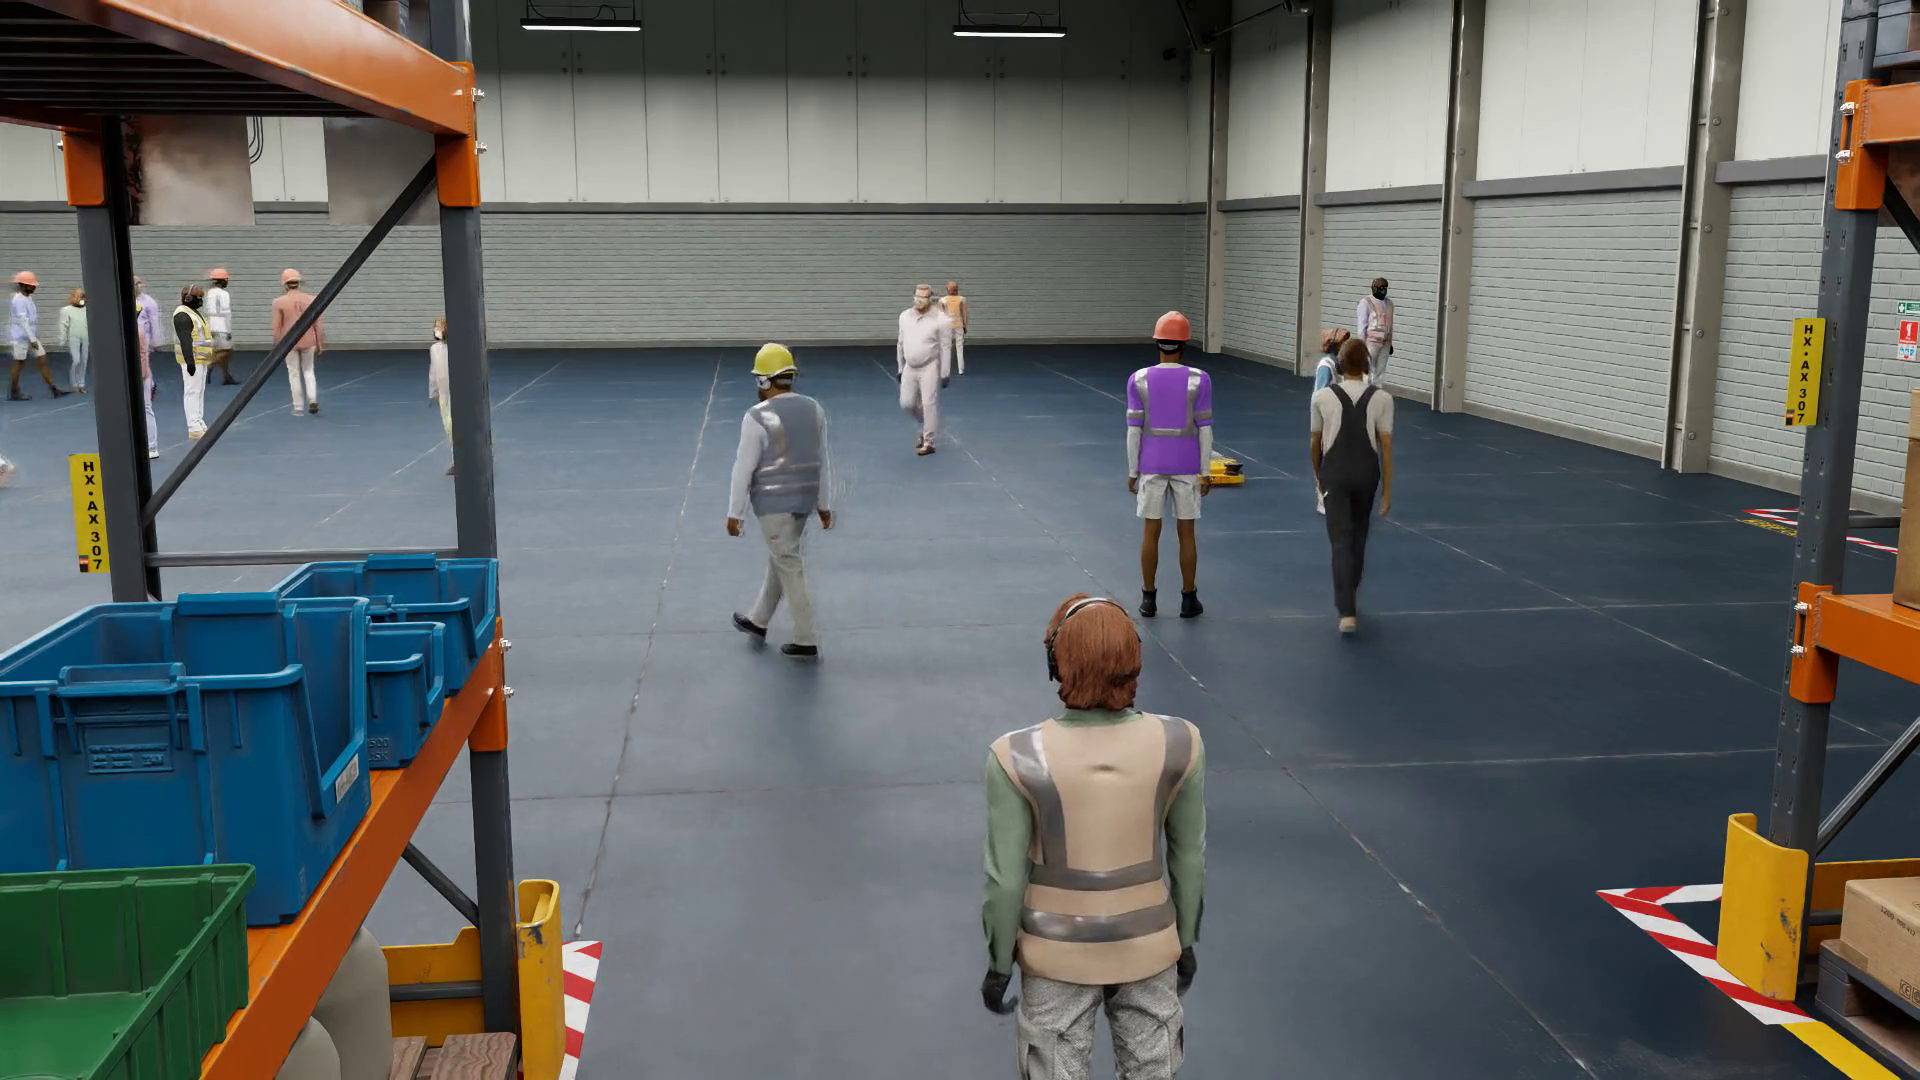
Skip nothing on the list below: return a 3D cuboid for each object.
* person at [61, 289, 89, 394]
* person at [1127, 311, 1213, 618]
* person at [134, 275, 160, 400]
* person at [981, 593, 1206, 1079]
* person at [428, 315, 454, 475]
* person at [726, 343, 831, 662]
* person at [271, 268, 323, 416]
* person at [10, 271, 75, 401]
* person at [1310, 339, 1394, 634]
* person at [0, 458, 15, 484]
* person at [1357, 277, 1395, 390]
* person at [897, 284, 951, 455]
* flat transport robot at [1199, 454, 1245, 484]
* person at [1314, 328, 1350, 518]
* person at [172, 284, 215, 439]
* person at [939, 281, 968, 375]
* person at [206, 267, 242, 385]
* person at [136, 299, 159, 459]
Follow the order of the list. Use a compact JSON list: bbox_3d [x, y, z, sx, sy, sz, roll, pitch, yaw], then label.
[{"bbox_3d":[-13.536,-3.053,25.590,0.462,1.608,0.502,7,13,34],"label":"person"},{"bbox_3d":[1.325,-0.468,10.519,0.542,1.939,0.363,2,11,12],"label":"person"},{"bbox_3d":[-11.897,-2.903,24.066,0.644,1.871,0.892,1,10,3],"label":"person"},{"bbox_3d":[0.297,0.930,3.670,0.512,1.642,0.312,-2,11,-12],"label":"person"},{"bbox_3d":[-5.133,-1.445,16.752,0.515,1.624,0.374,6,12,31],"label":"person"},{"bbox_3d":[-1.115,-0.224,9.562,0.872,1.792,0.626,8,13,37],"label":"person"},{"bbox_3d":[-8.887,-2.637,22.286,0.644,1.981,0.423,-8,13,-37],"label":"person"},{"bbox_3d":[-13.569,-2.978,24.386,0.938,1.889,0.564,-1,10,-7],"label":"person"},{"bbox_3d":[2.413,-0.339,10.281,0.493,1.785,1.051,1,10,4],"label":"person"},{"bbox_3d":[-9.455,-1.345,15.559,0.897,1.859,0.575,-4,11,-23],"label":"person"},{"bbox_3d":[5.815,-2.731,23.194,0.633,1.841,0.429,-6,12,-31],"label":"person"},{"bbox_3d":[-0.402,-1.890,18.433,0.670,1.891,0.463,6,12,28],"label":"person"},{"bbox_3d":[2.314,-0.756,16.669,0.652,0.197,1.431,-2,10,-9],"label":"flat transport robot"},{"bbox_3d":[3.217,-1.006,14.310,0.384,1.634,0.529,5,11,23],"label":"person"},{"bbox_3d":[-9.153,-2.132,19.926,0.429,1.838,0.621,-2,11,-13],"label":"person"},{"bbox_3d":[-0.119,-3.697,29.032,0.513,1.645,0.307,-1,10,-8],"label":"person"},{"bbox_3d":[-11.968,-3.420,26.785,0.550,1.921,0.671,8,13,37],"label":"person"},{"bbox_3d":[-8.937,-1.749,18.015,0.315,1.769,0.525,-10,14,-42],"label":"person"}]
